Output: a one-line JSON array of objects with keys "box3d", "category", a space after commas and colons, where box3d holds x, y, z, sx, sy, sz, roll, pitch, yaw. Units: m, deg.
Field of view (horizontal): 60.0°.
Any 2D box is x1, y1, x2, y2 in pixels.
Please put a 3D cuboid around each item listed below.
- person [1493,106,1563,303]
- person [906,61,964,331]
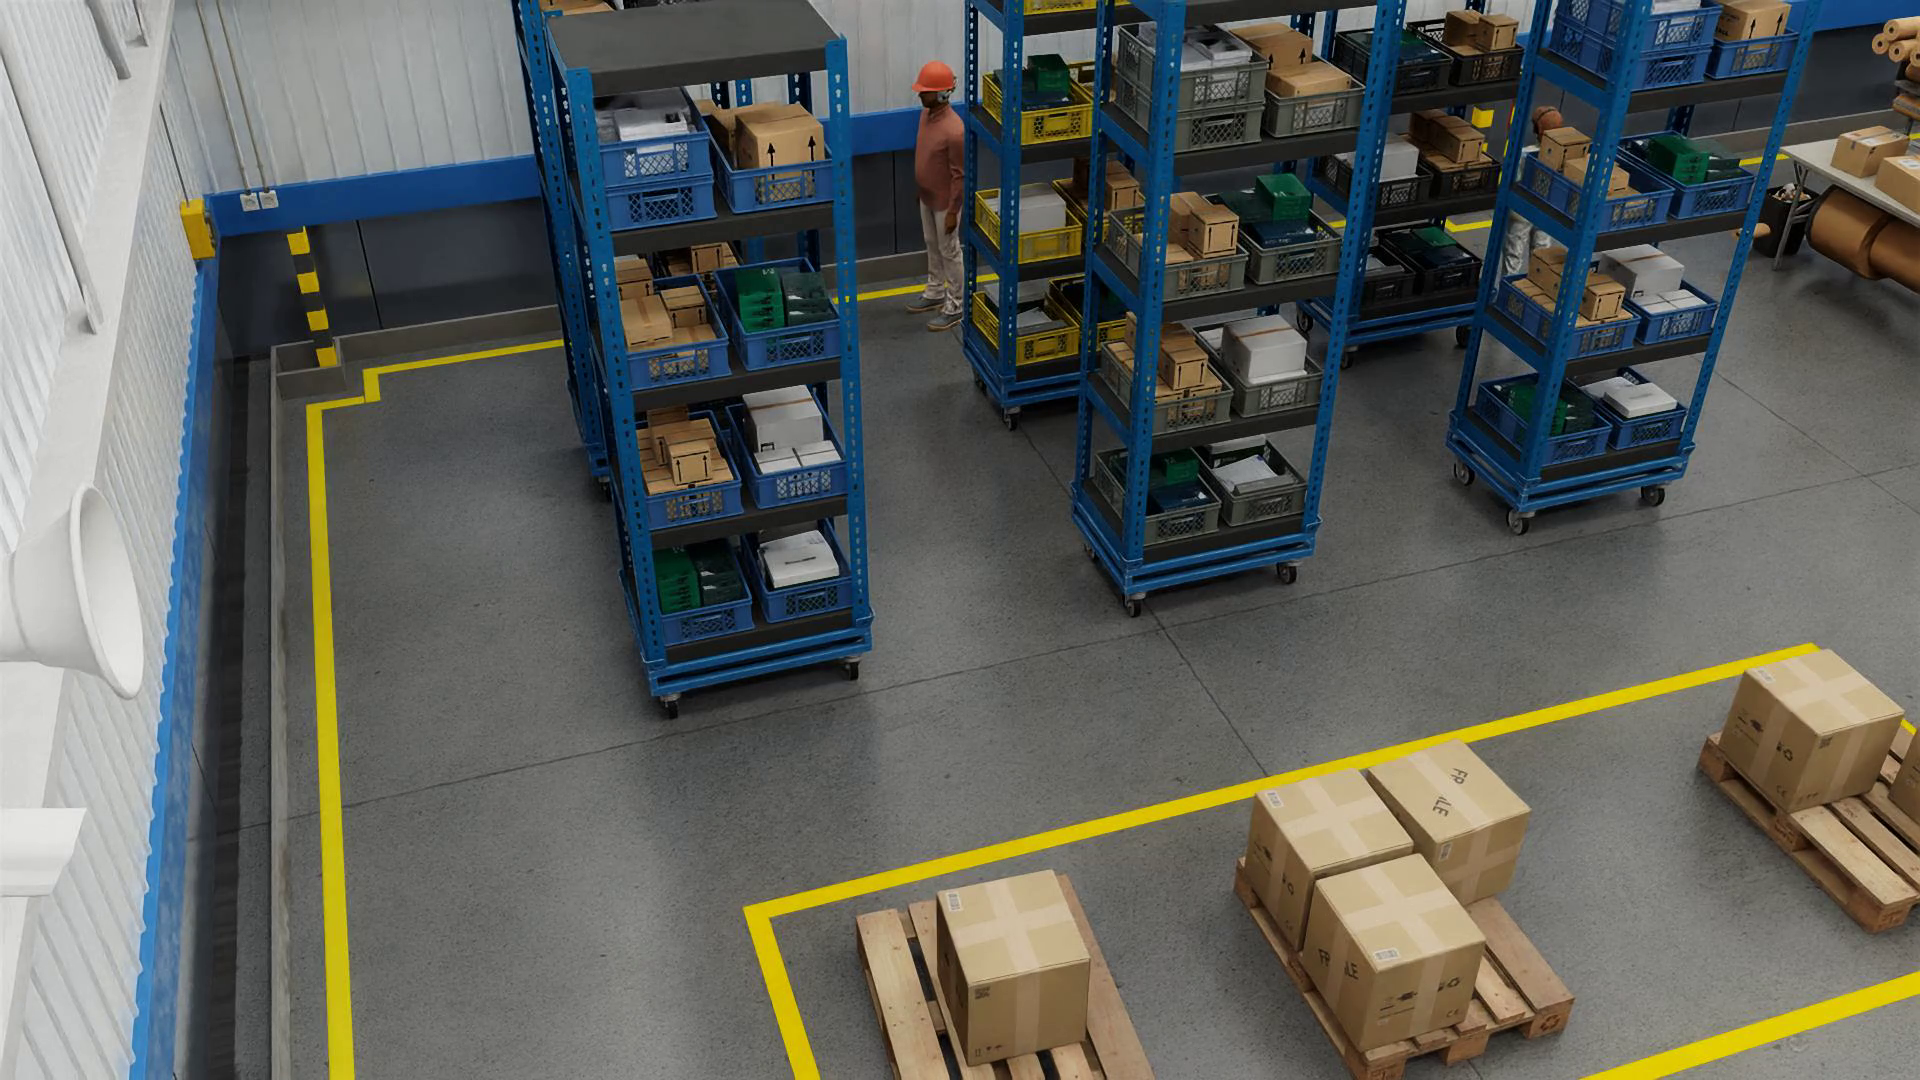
[{"box3d": [4.188, -2.378, 12.223, 0.511, 1.640, 0.308, -8, 36, -11], "category": "person"}, {"box3d": [-0.159, -2.502, 12.094, 0.377, 1.995, 0.612, -17, 39, -23], "category": "person"}]
